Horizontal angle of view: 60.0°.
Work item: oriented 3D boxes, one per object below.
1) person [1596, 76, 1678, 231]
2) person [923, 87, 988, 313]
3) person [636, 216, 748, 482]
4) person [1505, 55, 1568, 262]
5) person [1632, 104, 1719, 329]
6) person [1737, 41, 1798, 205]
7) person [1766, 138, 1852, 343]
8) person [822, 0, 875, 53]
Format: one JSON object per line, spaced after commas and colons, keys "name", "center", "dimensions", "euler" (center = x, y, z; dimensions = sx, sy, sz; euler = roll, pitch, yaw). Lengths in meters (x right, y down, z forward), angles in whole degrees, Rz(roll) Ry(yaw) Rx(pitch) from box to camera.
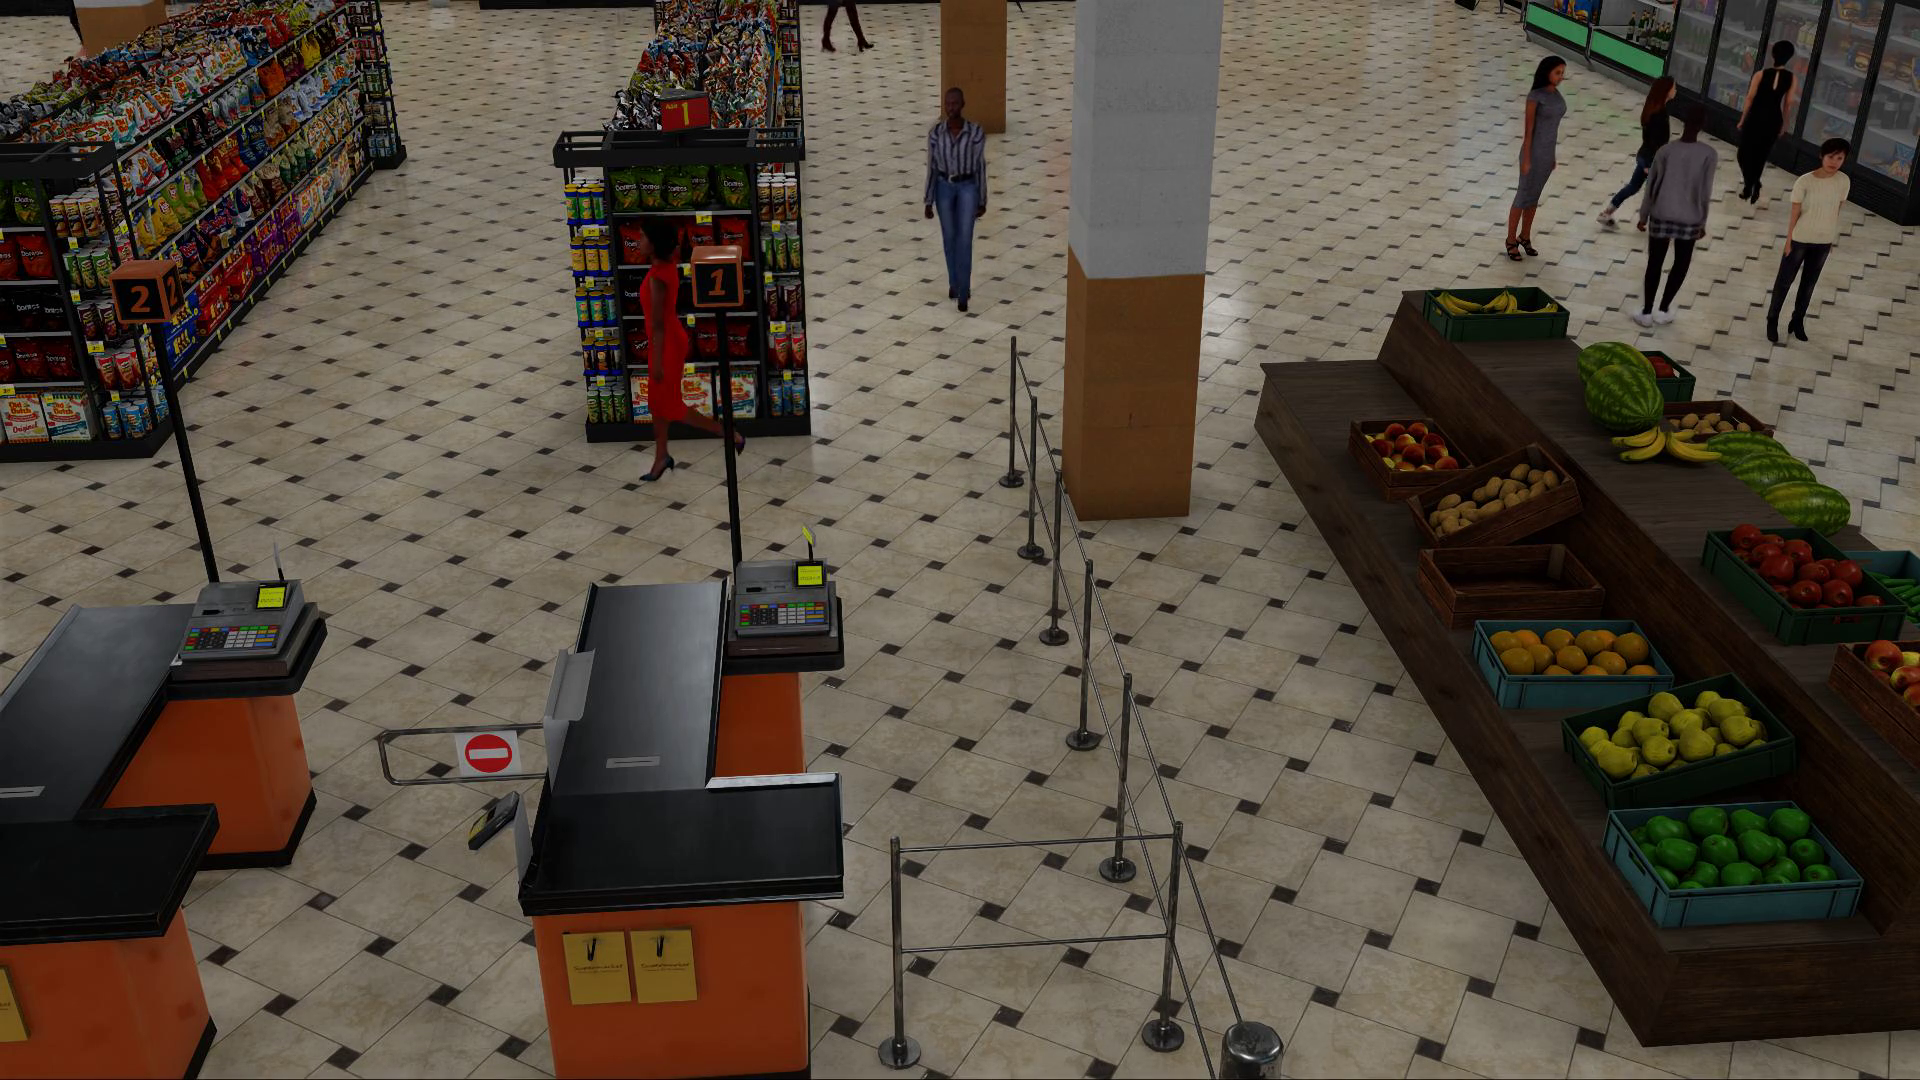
{"name": "person", "center": [6.323, -3.550, 15.429], "dimensions": [0.760, 1.452, 0.945], "euler": [3, 27, 5]}
{"name": "person", "center": [-0.022, -2.815, 13.634], "dimensions": [0.787, 1.766, 0.996], "euler": [3, 27, 7]}
{"name": "person", "center": [-1.756, -1.156, 10.404], "dimensions": [0.677, 1.727, 0.884], "euler": [-4, 27, -7]}
{"name": "person", "center": [5.101, -3.384, 14.738], "dimensions": [0.663, 1.781, 0.678], "euler": [-18, 32, -32]}
{"name": "person", "center": [5.610, -2.505, 13.022], "dimensions": [0.759, 1.766, 0.763], "euler": [11, 29, 20]}
{"name": "person", "center": [7.846, -4.026, 16.221], "dimensions": [0.692, 1.585, 0.917], "euler": [3, 27, 6]}
{"name": "person", "center": [6.567, -2.324, 12.861], "dimensions": [0.605, 1.589, 0.493], "euler": [0, 27, -1]}
{"name": "person", "center": [-1.769, -7.665, 23.303], "dimensions": [1.058, 1.671, 1.087], "euler": [15, 30, 27]}
